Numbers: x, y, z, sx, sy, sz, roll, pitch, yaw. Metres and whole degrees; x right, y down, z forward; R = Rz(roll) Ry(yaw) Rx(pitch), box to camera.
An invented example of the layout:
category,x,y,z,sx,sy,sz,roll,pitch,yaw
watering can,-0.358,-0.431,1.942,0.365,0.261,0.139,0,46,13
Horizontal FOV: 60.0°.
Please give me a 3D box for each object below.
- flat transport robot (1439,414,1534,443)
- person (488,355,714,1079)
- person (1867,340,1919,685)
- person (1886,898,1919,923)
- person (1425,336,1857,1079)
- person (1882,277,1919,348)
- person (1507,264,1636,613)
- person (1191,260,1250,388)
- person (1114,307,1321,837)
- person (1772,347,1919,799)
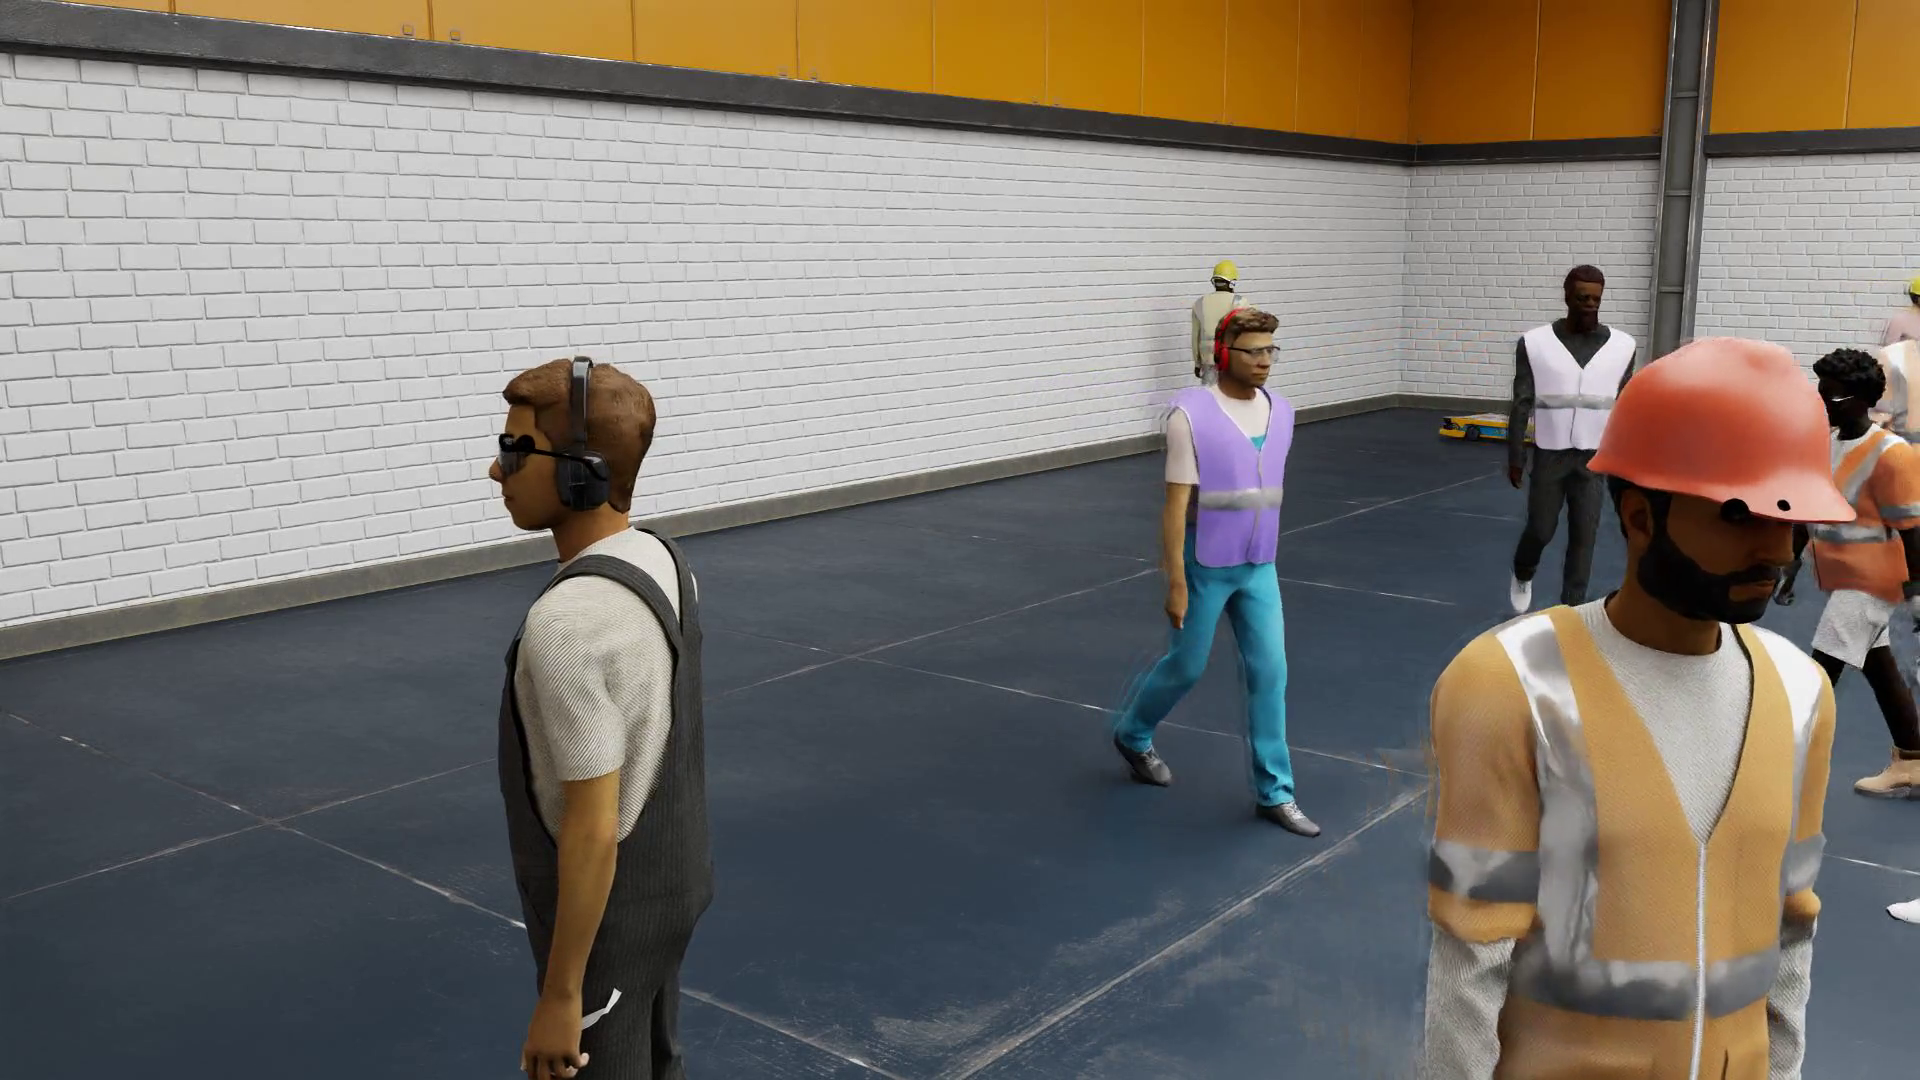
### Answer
category,x,y,z,sx,sy,sz,roll,pitch,yaw
flat transport robot,5.606,-1.110,16.683,0.652,0.197,1.431,-8,13,-38
person,-0.575,0.627,2.695,0.333,1.845,0.515,1,10,6
person,4.454,-0.294,7.675,0.579,1.902,0.877,4,11,21
person,3.223,0.238,4.800,0.793,1.875,0.666,0,10,-1
person,0.810,0.703,2.084,0.575,1.917,0.745,-2,10,-12
person,8.042,-1.350,13.986,0.530,1.726,0.790,-5,11,-24
person,3.097,-0.451,8.510,0.595,1.907,0.625,1,10,5
person,2.451,-1.678,15.502,0.586,1.835,0.404,6,12,30
person,0.888,0.081,5.871,0.594,1.810,0.899,-7,13,-35
person,3.126,0.144,5.898,0.881,1.636,0.551,0,10,-1
